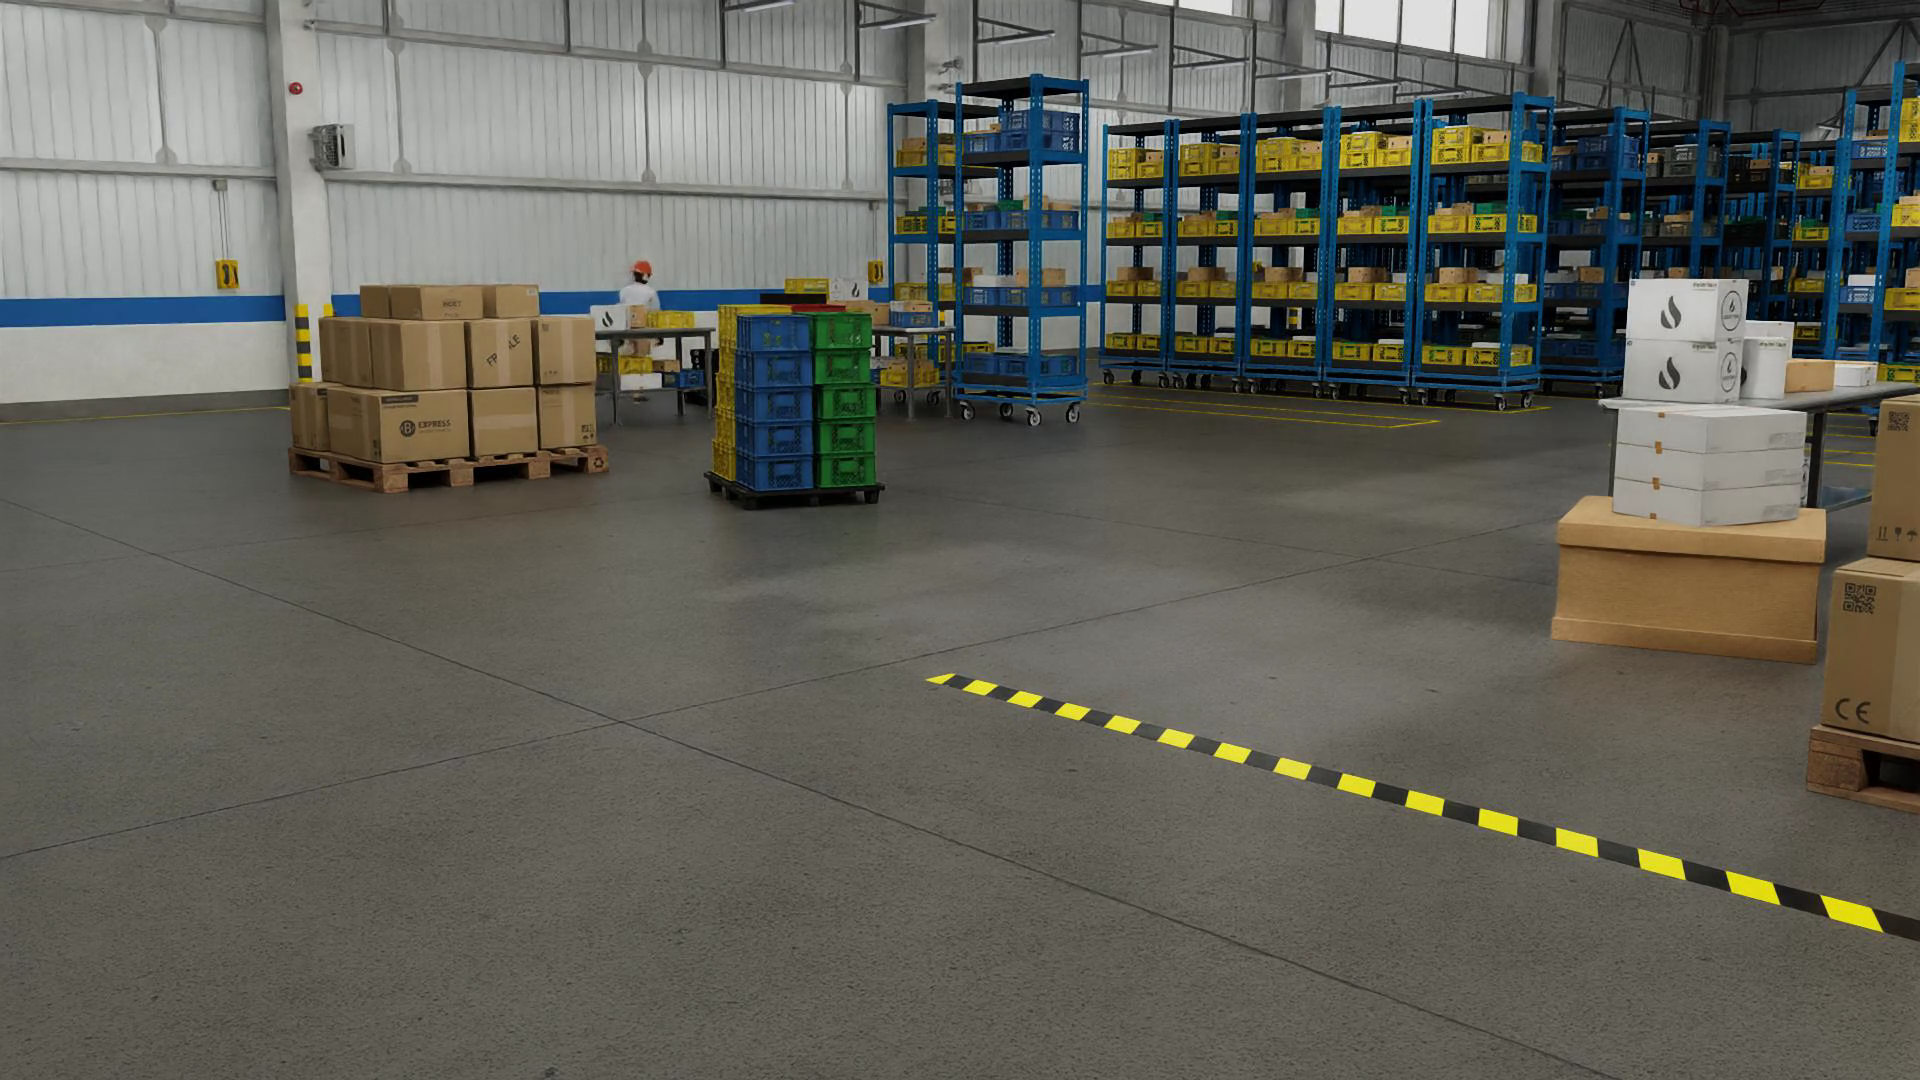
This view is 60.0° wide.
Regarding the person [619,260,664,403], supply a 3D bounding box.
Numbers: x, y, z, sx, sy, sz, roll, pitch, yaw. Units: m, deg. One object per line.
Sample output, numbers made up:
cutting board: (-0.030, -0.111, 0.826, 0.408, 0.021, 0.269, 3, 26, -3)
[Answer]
person: (-3.882, -2.552, 20.403, 0.561, 1.727, 0.592, 6, 11, 30)
